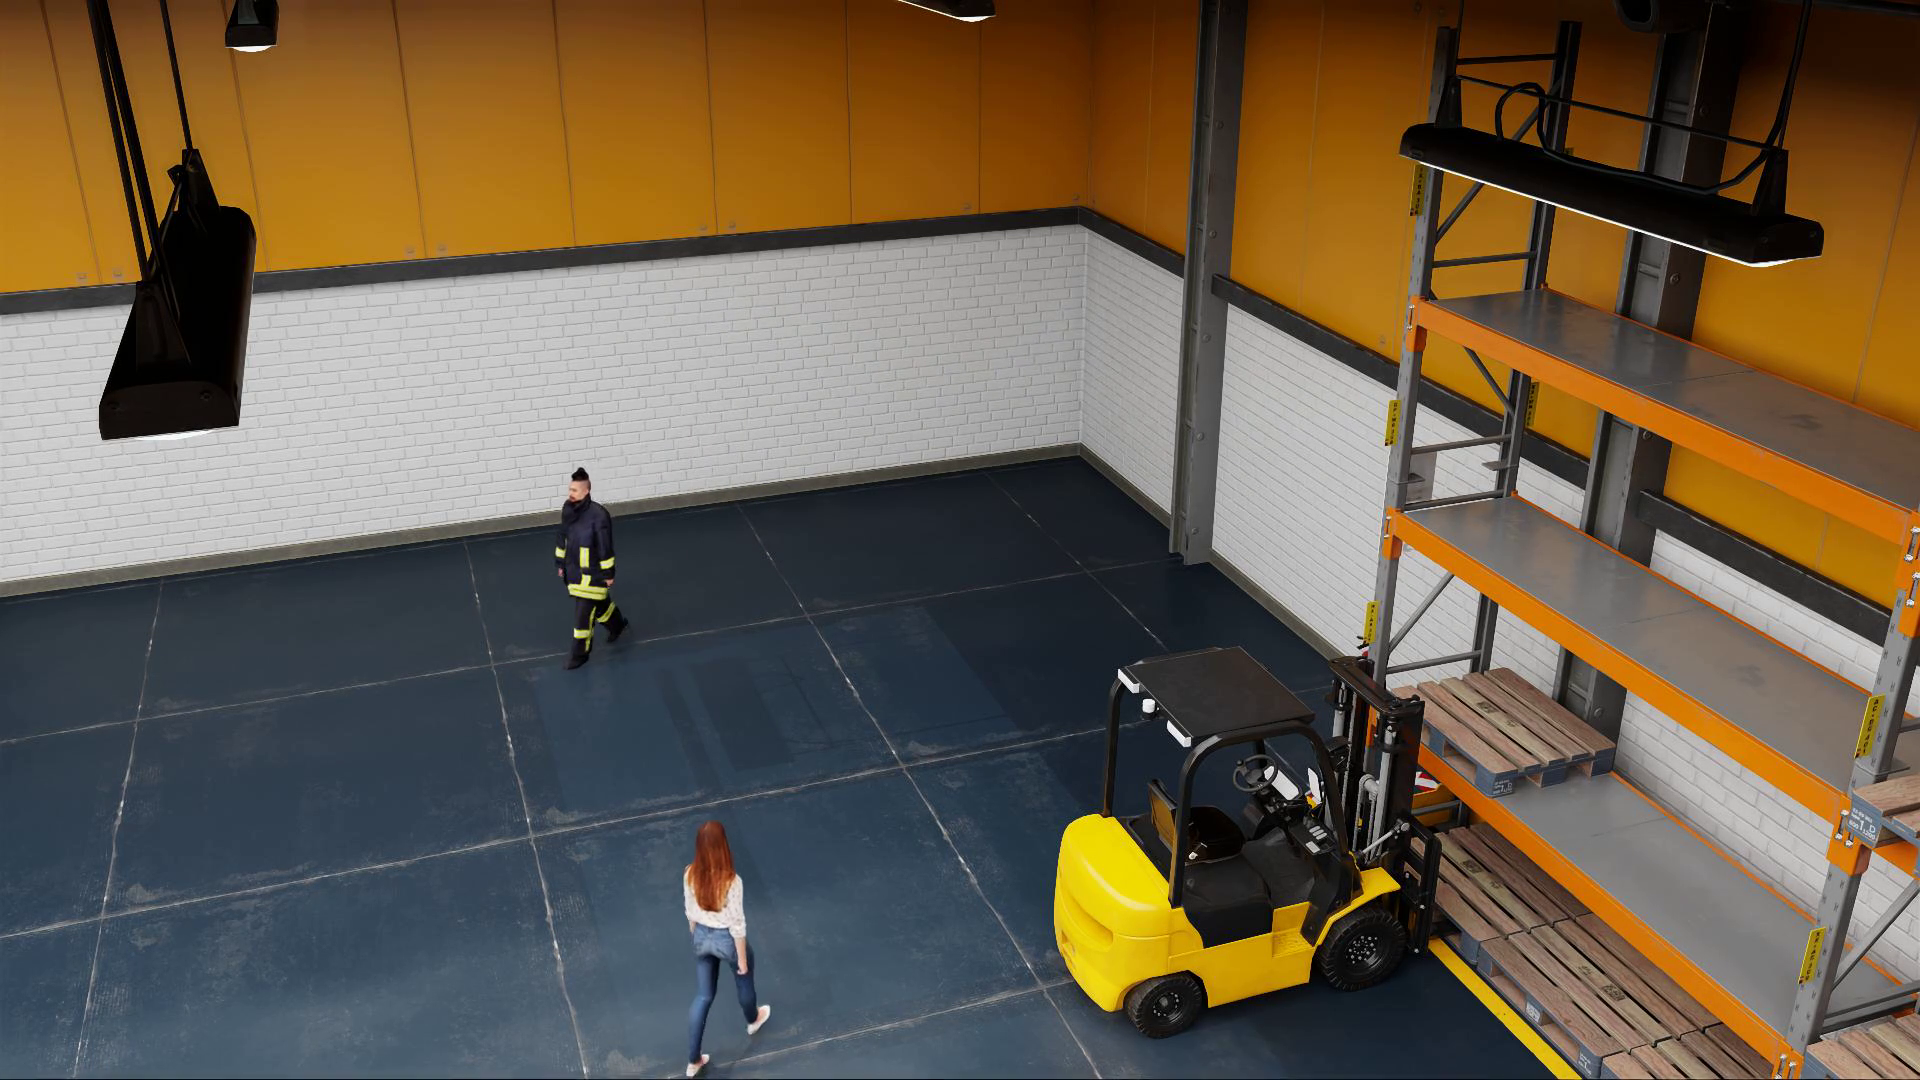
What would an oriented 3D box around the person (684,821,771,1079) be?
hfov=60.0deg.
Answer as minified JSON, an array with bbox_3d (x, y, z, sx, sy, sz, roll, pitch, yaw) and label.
[{"bbox_3d":[-1.516,2.506,10.137,1.000,1.696,1.098,9,25,19],"label":"person"}]

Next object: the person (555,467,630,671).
[{"bbox_3d":[-3.347,0.210,15.214,1.215,1.836,1.187,17,29,34],"label":"person"}]
